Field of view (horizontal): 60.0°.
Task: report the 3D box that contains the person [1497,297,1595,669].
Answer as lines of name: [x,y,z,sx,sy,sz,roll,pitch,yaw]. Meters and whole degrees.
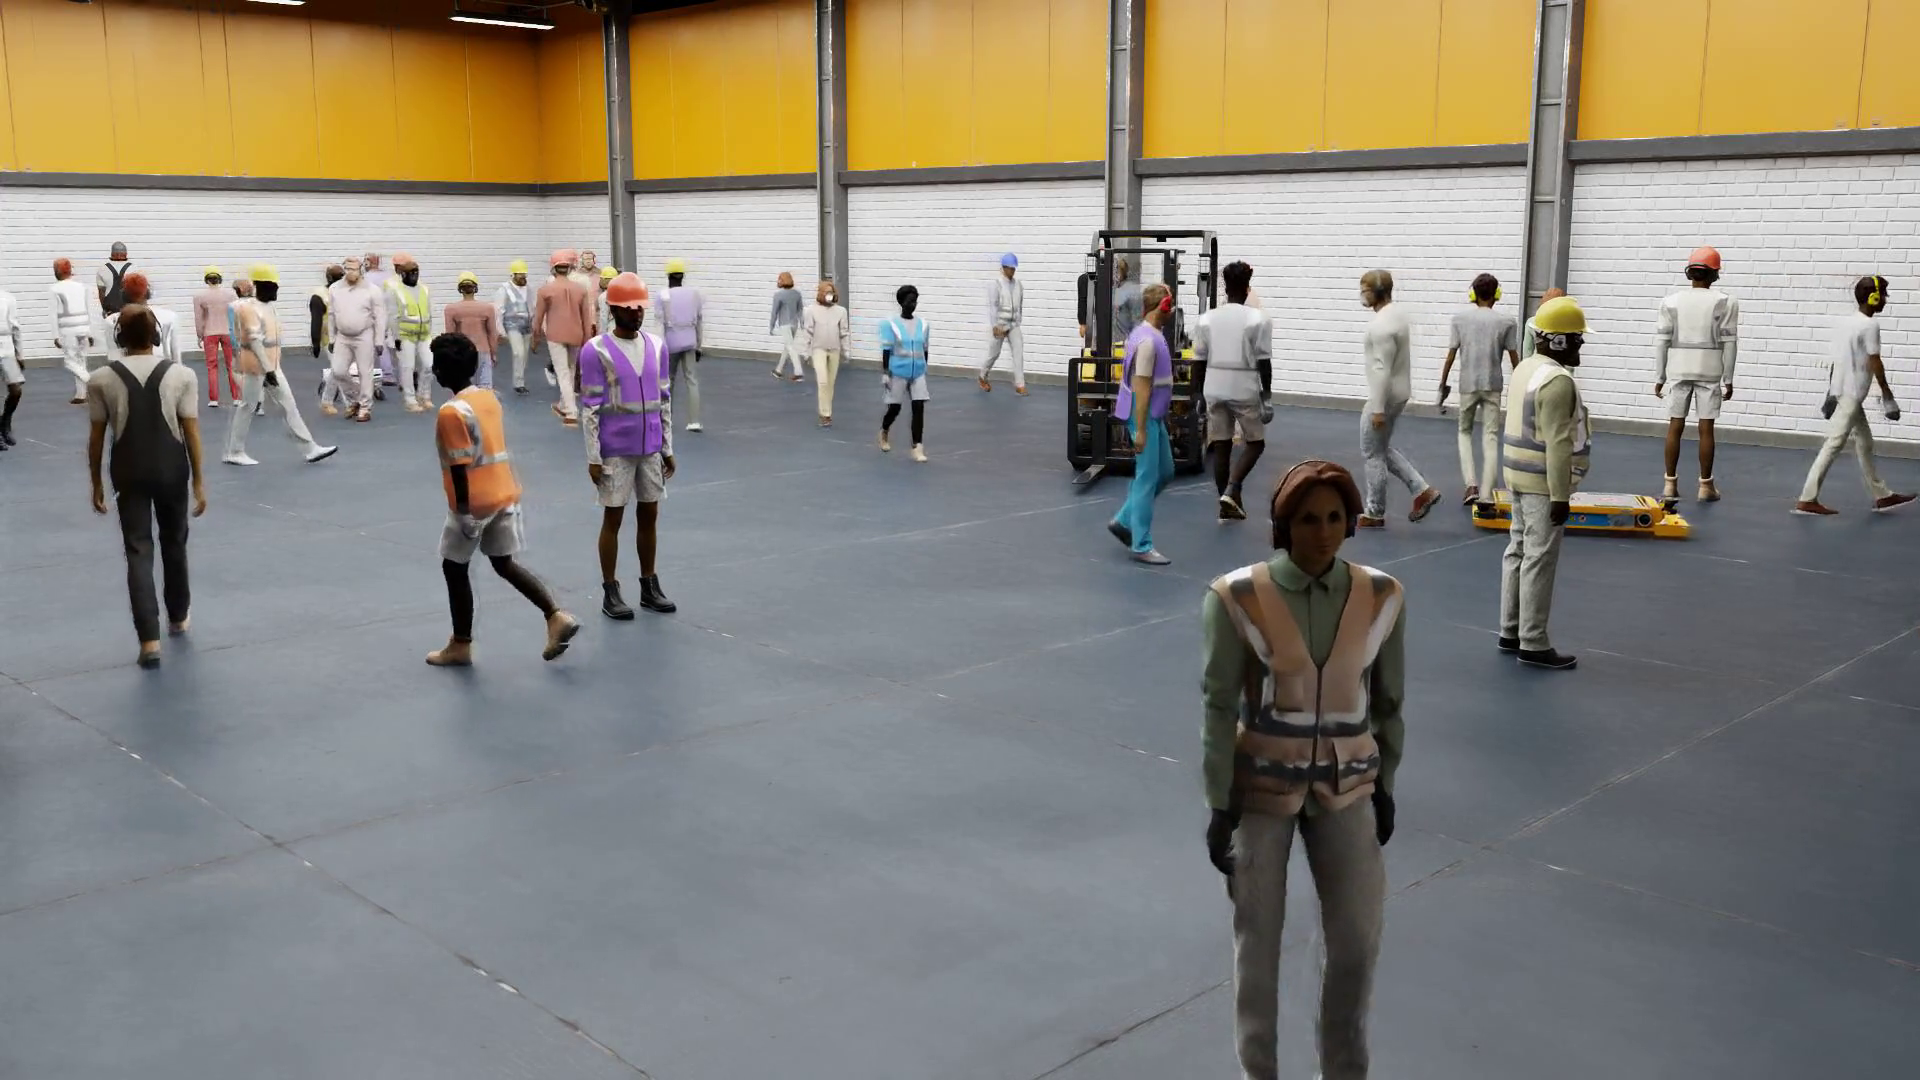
person: [2.913,-0.286,8.272,0.403,1.831,0.595,0,10,0]

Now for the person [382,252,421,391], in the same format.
person: [-7.492,-2.932,22.483,0.558,1.913,0.790,-8,13,-37]

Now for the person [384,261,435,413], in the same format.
person: [-6.586,-2.438,20.026,0.451,1.827,0.624,9,14,42]

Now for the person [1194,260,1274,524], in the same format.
person: [2.011,-1.071,12.226,0.638,1.951,0.449,7,12,33]

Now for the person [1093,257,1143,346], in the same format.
person: [1.609,-2.053,17.736,1.003,1.881,0.659,-4,11,-21]

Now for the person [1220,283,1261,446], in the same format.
person: [2.825,-1.877,16.968,0.432,1.836,0.618,7,12,33]

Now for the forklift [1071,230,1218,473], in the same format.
forklift: [1.804,-1.825,15.677,1.214,2.155,2.313,2,11,13]

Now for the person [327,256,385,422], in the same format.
person: [-6.926,-2.303,19.081,0.678,1.893,0.417,0,10,2]

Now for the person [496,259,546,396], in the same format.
person: [-5.807,-2.815,22.110,0.630,1.805,0.620,7,13,35]

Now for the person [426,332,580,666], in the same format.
person: [-2.282,-0.187,8.163,0.721,1.668,0.530,2,11,13]

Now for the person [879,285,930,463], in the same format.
person: [-0.536,-1.589,15.797,0.538,1.677,0.704,-5,11,-25]

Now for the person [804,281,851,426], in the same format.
person: [-1.448,-2.073,18.589,0.524,1.608,0.670,-5,11,-25]

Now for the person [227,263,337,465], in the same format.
person: [-6.381,-1.611,15.386,1.013,1.871,0.594,1,10,7]

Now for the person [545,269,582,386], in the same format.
person: [-5.442,-3.019,23.014,0.574,1.900,0.595,8,13,36]

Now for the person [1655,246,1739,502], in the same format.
person: [5.916,-1.329,13.383,0.605,2.045,0.387,7,13,35]

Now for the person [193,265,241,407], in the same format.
person: [-9.235,-2.533,20.716,0.523,1.766,0.315,-6,12,-28]

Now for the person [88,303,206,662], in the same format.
person: [-4.158,-0.306,8.516,0.537,1.794,0.996,-5,11,-25]

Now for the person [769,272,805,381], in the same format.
person: [-2.574,-3.147,24.516,0.519,1.581,0.872,-10,14,-44]

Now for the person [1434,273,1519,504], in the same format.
person: [4.049,-1.142,12.934,0.681,1.832,0.604,4,11,19]

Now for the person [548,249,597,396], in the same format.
person: [-5.142,-2.848,21.910,0.649,1.955,0.754,2,11,11]

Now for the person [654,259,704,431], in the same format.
person: [-3.098,-2.142,18.278,0.615,1.868,1.005,-7,12,-33]

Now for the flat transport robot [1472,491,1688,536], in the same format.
flat transport robot: [4.484,-0.208,12.106,1.431,0.197,0.652,3,11,16]

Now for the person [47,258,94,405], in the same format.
person: [-10.988,-2.576,20.711,0.712,1.862,0.577,5,12,27]

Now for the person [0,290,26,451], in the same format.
person: [-9.572,-1.834,16.472,0.405,1.918,0.564,10,14,43]

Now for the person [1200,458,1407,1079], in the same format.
person: [0.807,0.626,3.877,0.523,1.629,0.448,-1,10,-4]

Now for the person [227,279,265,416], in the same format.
person: [-8.373,-2.258,19.598,0.358,1.630,0.531,7,13,34]

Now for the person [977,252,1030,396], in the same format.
person: [0.577,-2.907,22.372,0.598,1.915,0.950,-6,12,-30]

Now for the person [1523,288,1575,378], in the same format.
person: [5.655,-1.600,15.978,0.508,1.632,0.265,9,14,41]

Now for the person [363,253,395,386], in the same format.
person: [-8.418,-3.134,23.668,0.878,1.872,0.673,4,11,19]

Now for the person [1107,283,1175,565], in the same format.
person: [1.209,-0.774,10.955,0.420,1.822,0.650,2,11,11]

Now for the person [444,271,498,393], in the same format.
person: [-5.099,-1.920,17.388,0.522,1.761,0.322,-4,11,-20]

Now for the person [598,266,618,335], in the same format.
person: [-4.360,-2.541,20.812,0.297,1.744,0.487,5,11,24]

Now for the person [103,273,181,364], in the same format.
person: [-6.597,-1.237,13.478,0.572,1.826,1.004,-7,13,-35]

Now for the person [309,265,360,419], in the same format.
person: [-7.335,-2.336,19.579,0.950,1.800,0.626,5,12,25]

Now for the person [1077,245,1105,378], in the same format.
person: [1.797,-2.838,21.743,0.610,1.996,0.379,-7,13,-34]

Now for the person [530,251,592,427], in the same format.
person: [-4.523,-2.264,18.748,0.615,1.946,0.995,-8,13,-38]

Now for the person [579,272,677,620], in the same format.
person: [-1.827,-0.518,9.280,0.541,1.932,0.382,-10,14,-42]

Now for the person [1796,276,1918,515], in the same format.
person: [6.880,-1.074,12.614,0.963,1.821,0.540,2,11,9]

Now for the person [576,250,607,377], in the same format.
person: [-5.591,-3.418,25.152,0.641,1.908,0.407,-3,11,-18]

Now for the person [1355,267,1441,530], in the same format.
person: [3.100,-0.992,11.902,0.571,1.911,0.653,4,11,22]

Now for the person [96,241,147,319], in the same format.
person: [-13.171,-3.681,26.217,0.688,2.000,0.539,-3,11,-17]

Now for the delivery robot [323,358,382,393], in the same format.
delivery robot: [-7.814,-2.103,21.409,0.707,0.478,0.477,3,11,15]
